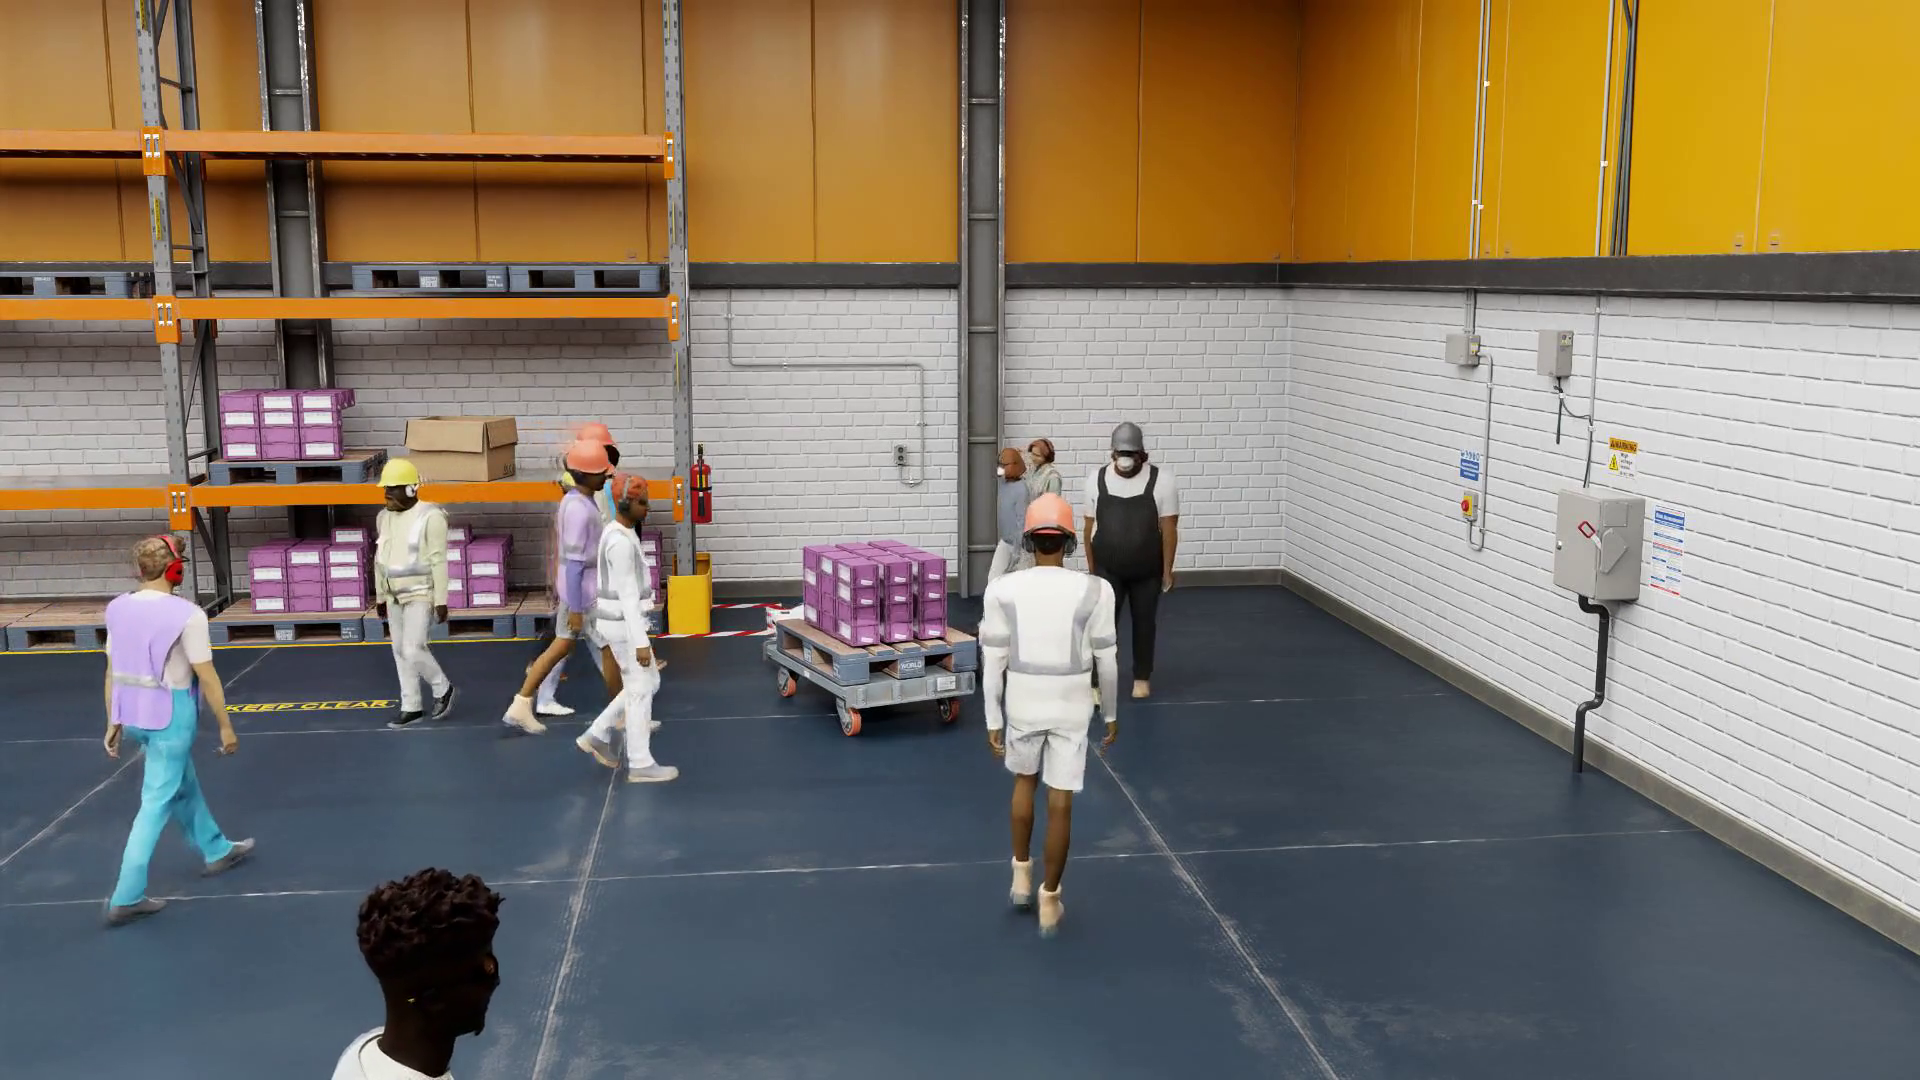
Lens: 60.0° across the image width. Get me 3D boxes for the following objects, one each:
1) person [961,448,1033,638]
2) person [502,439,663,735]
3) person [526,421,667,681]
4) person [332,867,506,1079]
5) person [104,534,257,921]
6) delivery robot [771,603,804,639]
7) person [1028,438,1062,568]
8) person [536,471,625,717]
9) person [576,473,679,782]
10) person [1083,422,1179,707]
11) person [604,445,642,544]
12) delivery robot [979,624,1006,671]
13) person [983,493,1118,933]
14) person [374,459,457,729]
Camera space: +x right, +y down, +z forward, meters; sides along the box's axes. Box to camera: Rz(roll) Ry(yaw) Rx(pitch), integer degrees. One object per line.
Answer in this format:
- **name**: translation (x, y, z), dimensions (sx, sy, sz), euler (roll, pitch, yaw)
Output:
- **person**: translation (0.366, 0.048, 13.644), dimensions (0.796, 1.595, 0.518), euler (-4, 10, -26)
- **person**: translation (-2.516, 0.324, 10.790), dimensions (1.016, 1.990, 0.677), euler (-2, 9, -14)
- **person**: translation (-2.772, 0.090, 12.397), dimensions (1.037, 1.948, 0.613), euler (-2, 9, -11)
- **person**: translation (-0.979, 1.565, 3.112), dimensions (0.382, 1.959, 0.609), euler (-5, 10, -26)
- **person**: translation (-3.811, 0.861, 8.024), dimensions (0.593, 1.791, 0.992), euler (4, 10, 23)
- **delivery robot**: translation (-1.102, 0.650, 12.894), dimensions (0.707, 0.478, 0.477), euler (-2, 9, -16)
- **person**: translation (0.739, -0.079, 14.406), dimensions (0.373, 1.621, 0.558), euler (-3, 10, -20)
- **person**: translation (-2.571, 0.343, 11.482), dimensions (0.880, 1.720, 0.536), euler (-5, 10, -29)
- **person**: translation (-1.974, 0.530, 9.837), dimensions (0.530, 1.869, 0.595), euler (-1, 9, -9)
- **person**: translation (1.182, 0.153, 11.666), dimensions (0.686, 2.000, 0.867), euler (2, 9, 10)
- **person**: translation (-2.758, 0.087, 13.144), dimensions (0.531, 1.697, 0.320), euler (-3, 10, -18)
- **delivery robot**: translation (0.409, 0.764, 12.169), dimensions (0.477, 0.478, 0.707), euler (-4, 10, -21)
- **person**: translation (0.430, 0.787, 7.786), dimensions (0.615, 2.021, 0.660), euler (2, 9, 12)
- **person**: translation (-3.668, 0.358, 11.081), dimensions (0.616, 1.817, 0.419), euler (5, 11, 30)
